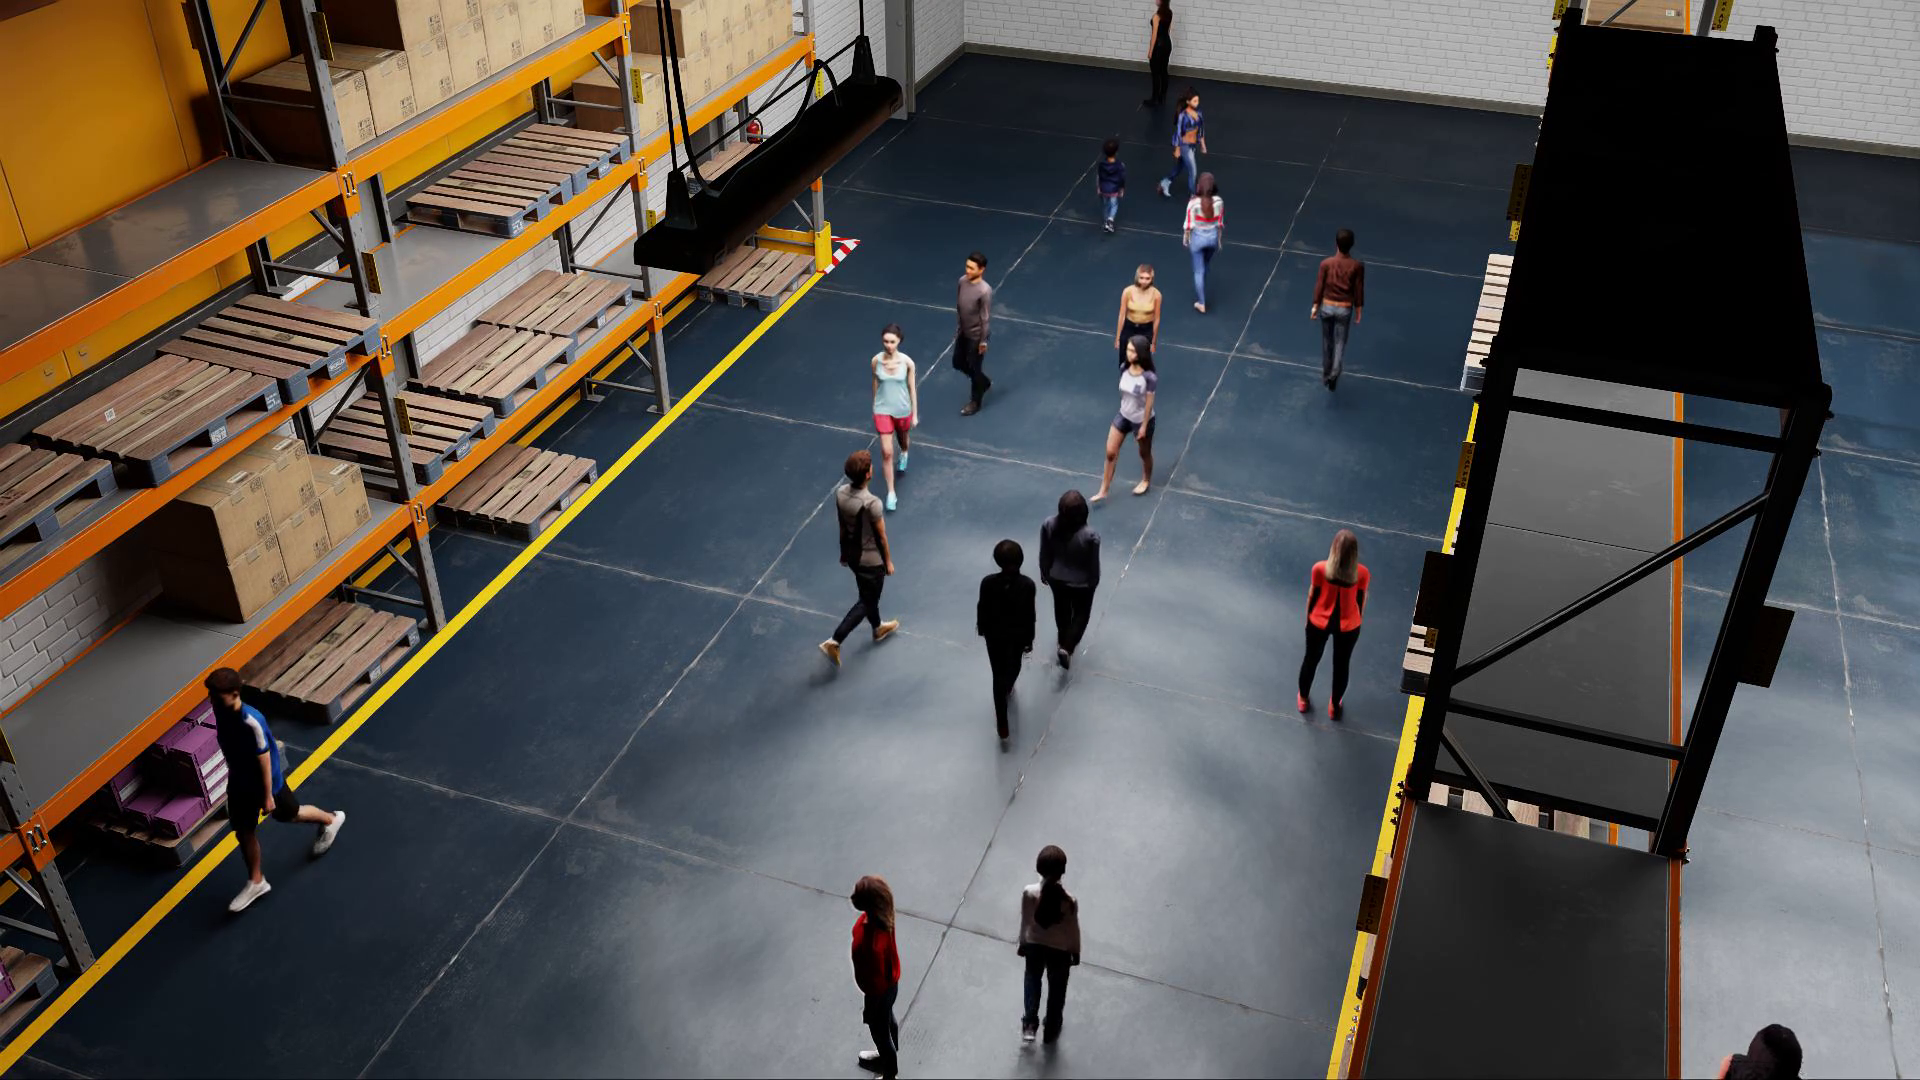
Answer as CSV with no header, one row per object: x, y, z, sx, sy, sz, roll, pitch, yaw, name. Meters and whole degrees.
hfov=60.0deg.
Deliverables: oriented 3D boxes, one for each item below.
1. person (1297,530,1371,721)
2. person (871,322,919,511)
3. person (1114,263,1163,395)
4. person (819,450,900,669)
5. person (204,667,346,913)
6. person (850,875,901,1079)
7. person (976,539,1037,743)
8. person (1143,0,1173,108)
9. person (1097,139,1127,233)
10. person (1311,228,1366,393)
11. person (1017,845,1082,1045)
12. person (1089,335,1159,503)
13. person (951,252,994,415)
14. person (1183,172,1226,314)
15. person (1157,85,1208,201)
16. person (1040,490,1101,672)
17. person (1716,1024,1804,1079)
2.881,0.657,12.762,0.603,1.694,0.582,8,34,11,person
-0.607,-1.216,15.545,0.814,1.733,1.220,2,34,3,person
1.817,-2.109,16.997,0.688,1.611,0.783,7,34,10,person
-0.820,0.174,13.327,1.235,1.872,1.000,-27,42,-34,person
-4.666,1.579,11.251,0.716,1.831,1.243,15,36,21,person
-0.480,2.617,9.803,0.736,1.705,0.567,0,34,0,person
0.355,0.778,12.634,0.847,1.634,1.188,1,34,1,person
2.976,-7.321,24.770,0.730,1.688,0.612,28,43,36,person
1.858,-4.411,20.818,0.515,1.217,0.586,11,35,16,person
3.888,-2.324,17.189,0.749,1.759,0.967,7,34,10,person
0.505,2.528,10.083,0.557,1.543,0.638,10,35,15,person
1.699,-1.151,15.497,0.818,1.678,1.041,25,41,33,person
0.204,-2.118,16.879,0.812,1.757,0.854,27,42,34,person
2.798,-3.356,18.894,0.852,1.588,0.966,-7,34,-10,person
2.879,-5.082,21.493,0.926,1.586,1.071,26,42,33,person
0.866,0.323,13.369,0.699,1.579,0.880,14,36,20,person
4.134,3.245,8.838,0.640,1.727,0.837,16,37,22,person
